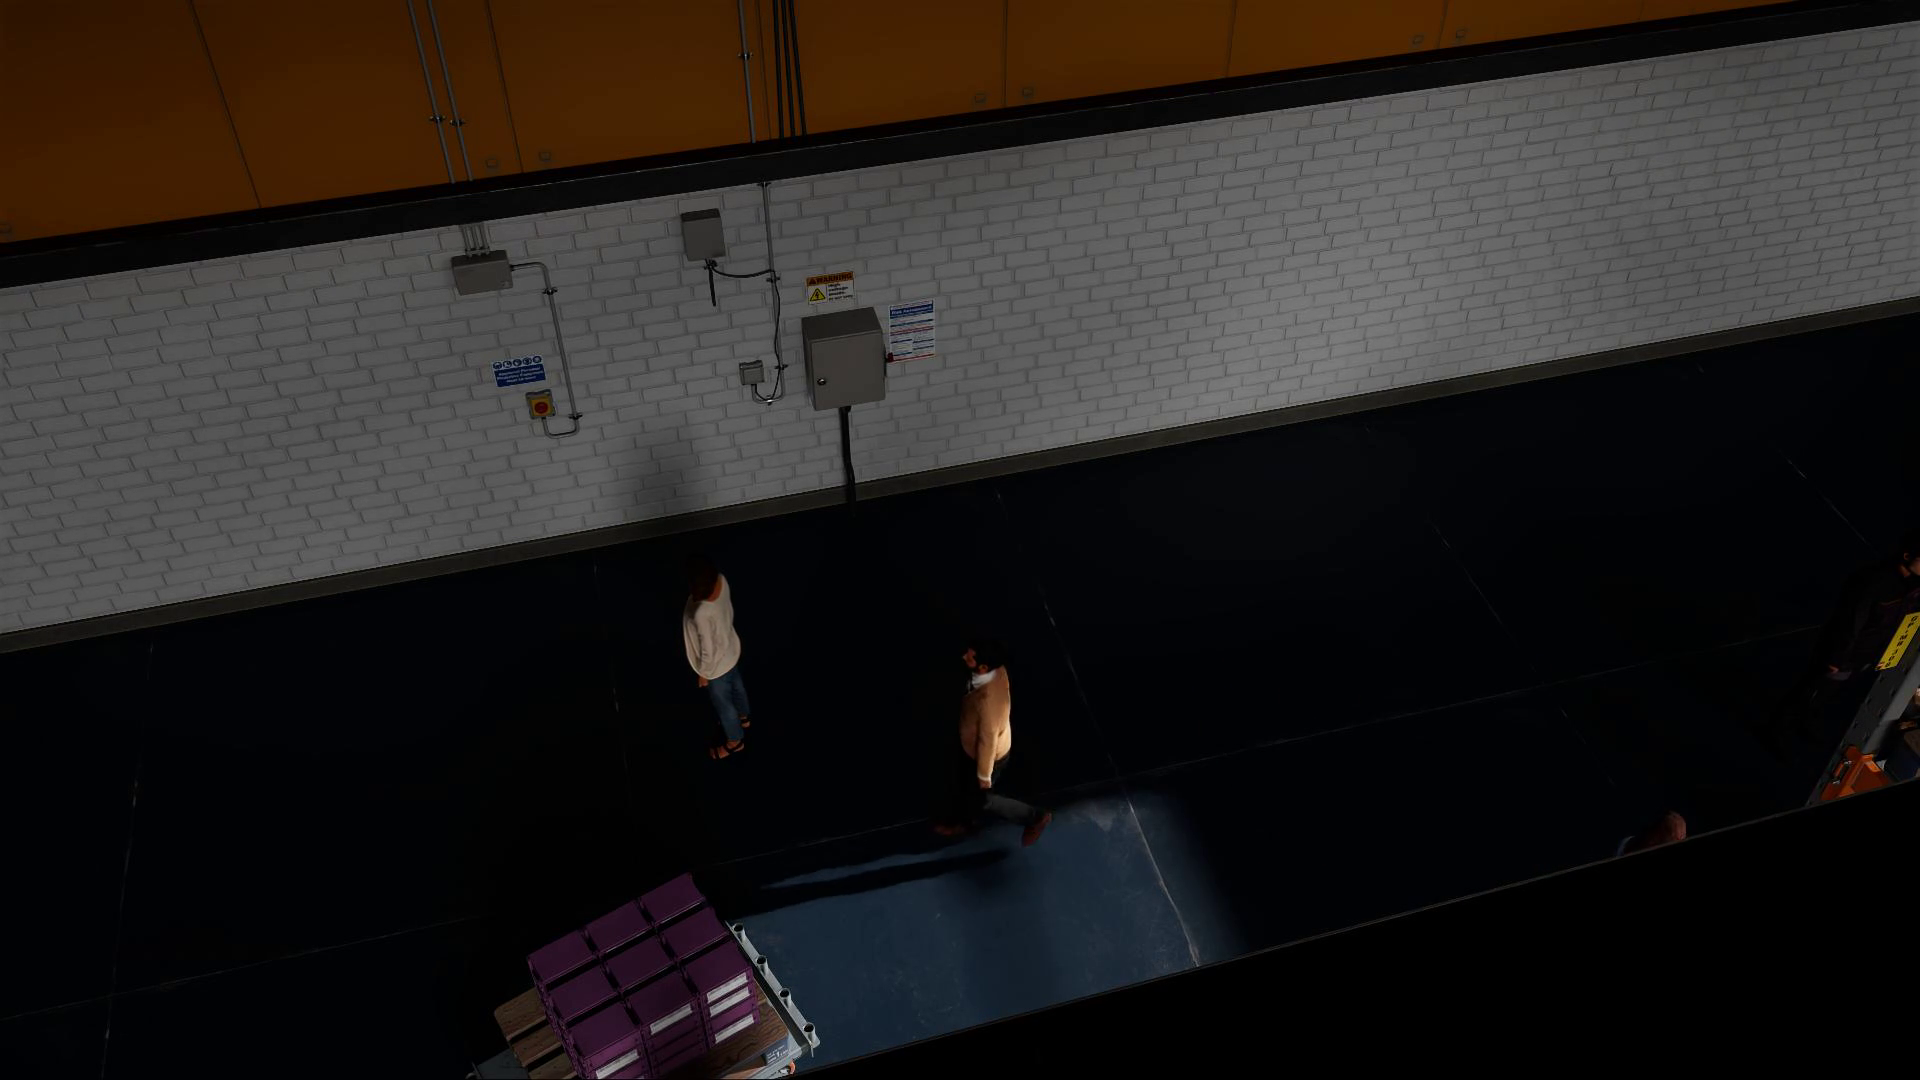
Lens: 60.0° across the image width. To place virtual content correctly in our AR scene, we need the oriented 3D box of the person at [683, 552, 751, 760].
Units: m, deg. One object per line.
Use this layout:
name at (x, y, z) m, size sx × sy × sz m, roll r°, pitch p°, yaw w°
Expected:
person at (-1.473, 0.694, 10.140) m, size 0.757 × 1.680 × 0.617 m, roll 6°, pitch 44°, yaw 6°

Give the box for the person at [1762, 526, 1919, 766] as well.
person at (5.383, 0.607, 10.049) m, size 0.748 × 1.931 × 0.687 m, roll -20°, pitch 47°, yaw -19°

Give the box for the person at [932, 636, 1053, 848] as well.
person at (0.209, 1.195, 9.572) m, size 0.838 × 1.739 × 0.939 m, roll -2°, pitch 44°, yaw -2°

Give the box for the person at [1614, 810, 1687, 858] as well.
person at (3.594, 2.013, 8.925) m, size 0.980 × 1.446 × 0.930 m, roll 34°, pitch 53°, yaw 30°
